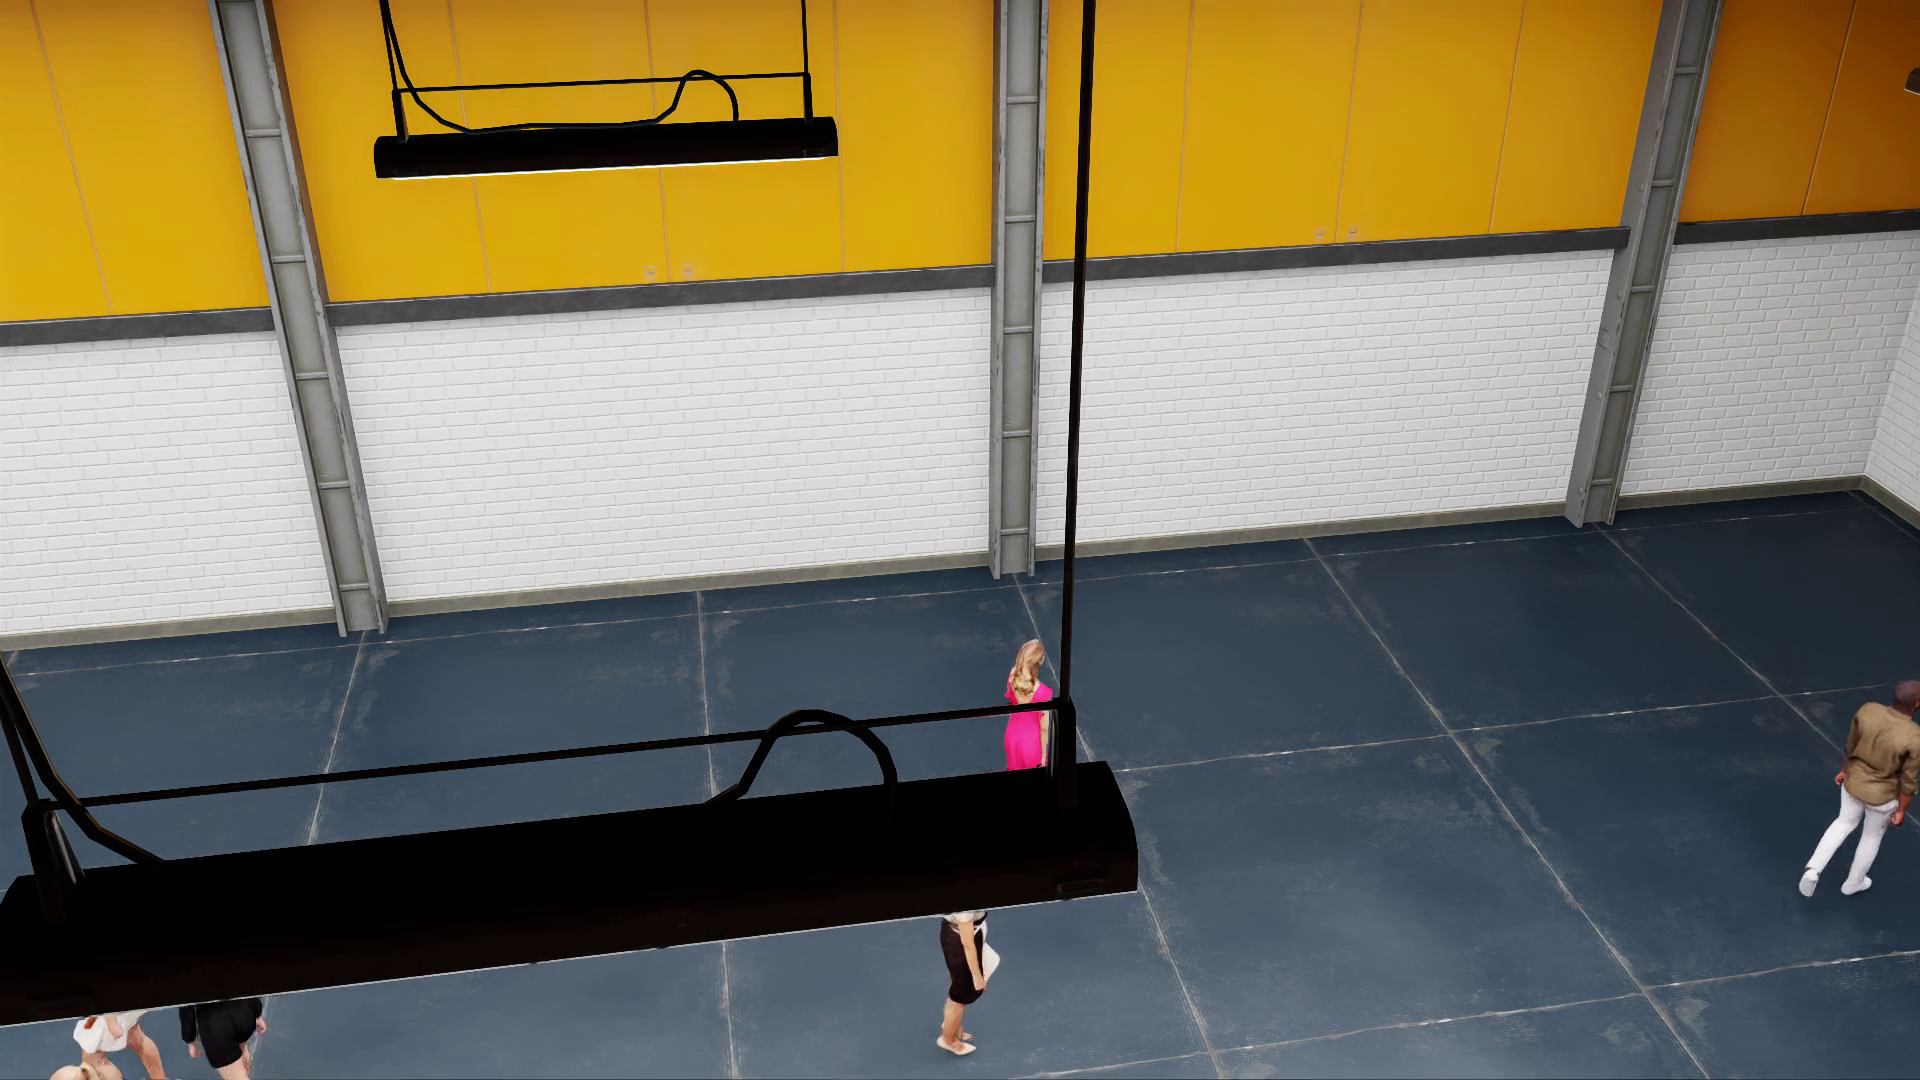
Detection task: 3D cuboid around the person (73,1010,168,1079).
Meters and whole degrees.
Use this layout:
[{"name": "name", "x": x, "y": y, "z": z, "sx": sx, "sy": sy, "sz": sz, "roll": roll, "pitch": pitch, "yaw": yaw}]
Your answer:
[{"name": "person", "x": -4.948, "y": 2.701, "z": 9.829, "sx": 0.718, "sy": 1.702, "sz": 0.692, "roll": -11, "pitch": 30, "yaw": -19}]

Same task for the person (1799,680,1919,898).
[{"name": "person", "x": 6.225, "y": 1.754, "z": 11.457, "sx": 1.067, "sy": 1.805, "sz": 0.930, "roll": -17, "pitch": 33, "yaw": -28}]

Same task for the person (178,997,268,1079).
[{"name": "person", "x": -4.142, "y": 2.871, "z": 9.502, "sx": 1.109, "sy": 1.716, "sz": 1.136, "roll": 25, "pitch": 37, "yaw": 38}]

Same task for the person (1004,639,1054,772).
[{"name": "person", "x": 0.431, "y": 1.508, "z": 12.000, "sx": 0.791, "sy": 1.717, "sz": 0.859, "roll": 21, "pitch": 35, "yaw": 33}]

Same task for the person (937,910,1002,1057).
[{"name": "person", "x": -0.078, "y": 2.508, "z": 10.143, "sx": 0.630, "sy": 1.741, "sz": 0.652, "roll": -4, "pitch": 29, "yaw": -8}]
